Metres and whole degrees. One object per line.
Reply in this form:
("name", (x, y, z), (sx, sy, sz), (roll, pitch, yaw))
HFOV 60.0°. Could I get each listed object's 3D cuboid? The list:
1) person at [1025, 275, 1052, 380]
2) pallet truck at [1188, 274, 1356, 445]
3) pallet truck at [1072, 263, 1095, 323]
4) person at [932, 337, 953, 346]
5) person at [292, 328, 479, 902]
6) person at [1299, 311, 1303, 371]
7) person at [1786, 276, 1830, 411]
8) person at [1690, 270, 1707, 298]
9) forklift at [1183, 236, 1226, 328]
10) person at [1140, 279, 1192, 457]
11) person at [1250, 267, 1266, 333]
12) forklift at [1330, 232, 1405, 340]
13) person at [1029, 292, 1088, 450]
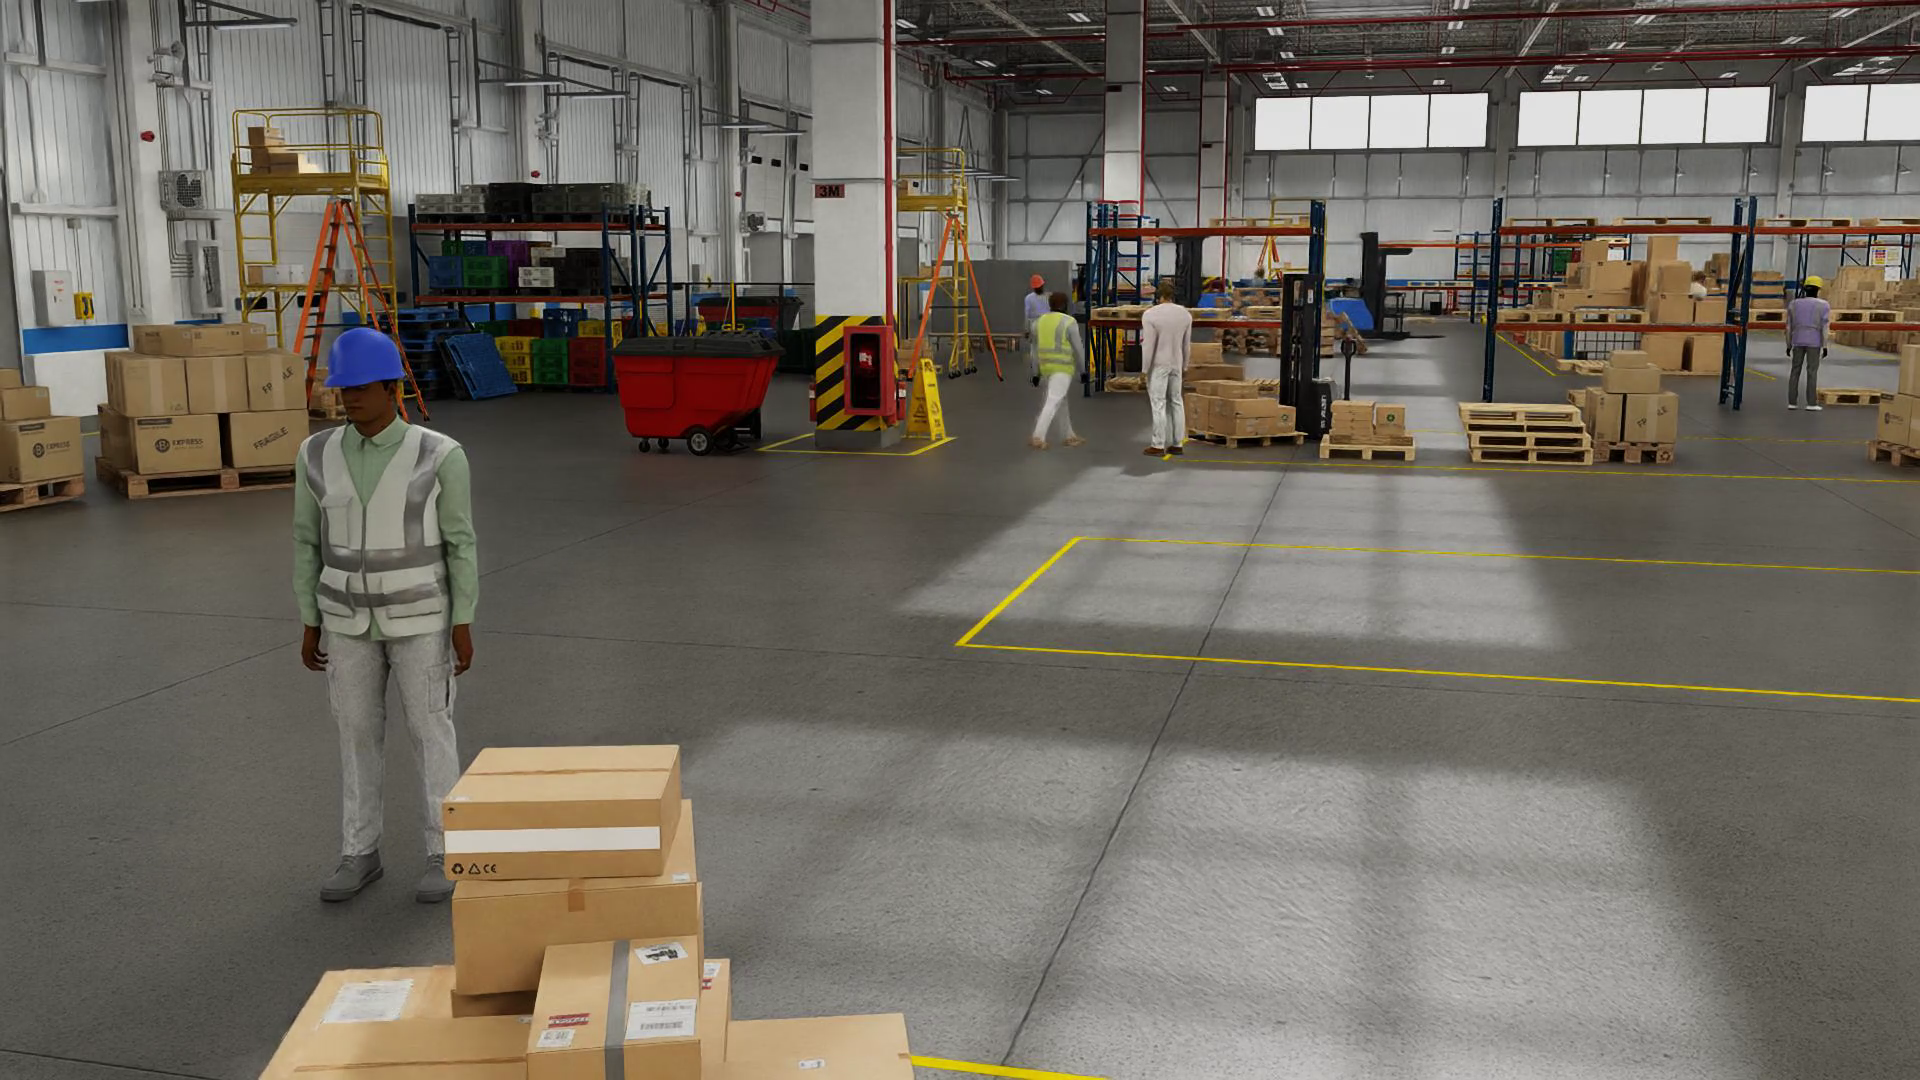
("person", (1.436, -3.847, 30.011), (0.586, 1.879, 0.924), (-3, 10, -15))
("pallet truck", (3.653, -2.138, 19.590), (1.885, 1.965, 0.823), (-4, 10, -20))
("pallet truck", (4.325, -8.180, 55.162), (0.823, 1.965, 1.885), (6, 11, 31))
("person", (-0.395, -5.657, 41.325), (0.548, 1.649, 0.863), (5, 11, 27))
("person", (-1.932, 0.263, 5.594), (0.613, 1.945, 0.406), (1, 10, 3))
("person", (6.726, -4.100, 31.904), (0.485, 1.739, 0.319), (-8, 13, -40))
("person", (12.083, -2.800, 23.717), (0.375, 1.919, 0.584), (-9, 13, -42))
("person", (15.003, -4.517, 33.827), (0.796, 1.905, 0.679), (1, 10, 5))
("forklift", (7.055, -7.817, 50.429), (1.873, 2.768, 1.129), (-2, 10, -12))
("person", (2.247, -1.879, 18.236), (0.632, 1.938, 0.359), (-5, 11, -28))
("person", (8.129, -6.569, 45.913), (0.688, 1.919, 0.641), (-2, 10, -10))
("forklift", (10.660, -6.633, 43.457), (1.873, 2.768, 1.129), (1, 10, 8))
("person", (1.092, -1.929, 18.978), (0.972, 1.802, 0.617), (-8, 13, -40))
